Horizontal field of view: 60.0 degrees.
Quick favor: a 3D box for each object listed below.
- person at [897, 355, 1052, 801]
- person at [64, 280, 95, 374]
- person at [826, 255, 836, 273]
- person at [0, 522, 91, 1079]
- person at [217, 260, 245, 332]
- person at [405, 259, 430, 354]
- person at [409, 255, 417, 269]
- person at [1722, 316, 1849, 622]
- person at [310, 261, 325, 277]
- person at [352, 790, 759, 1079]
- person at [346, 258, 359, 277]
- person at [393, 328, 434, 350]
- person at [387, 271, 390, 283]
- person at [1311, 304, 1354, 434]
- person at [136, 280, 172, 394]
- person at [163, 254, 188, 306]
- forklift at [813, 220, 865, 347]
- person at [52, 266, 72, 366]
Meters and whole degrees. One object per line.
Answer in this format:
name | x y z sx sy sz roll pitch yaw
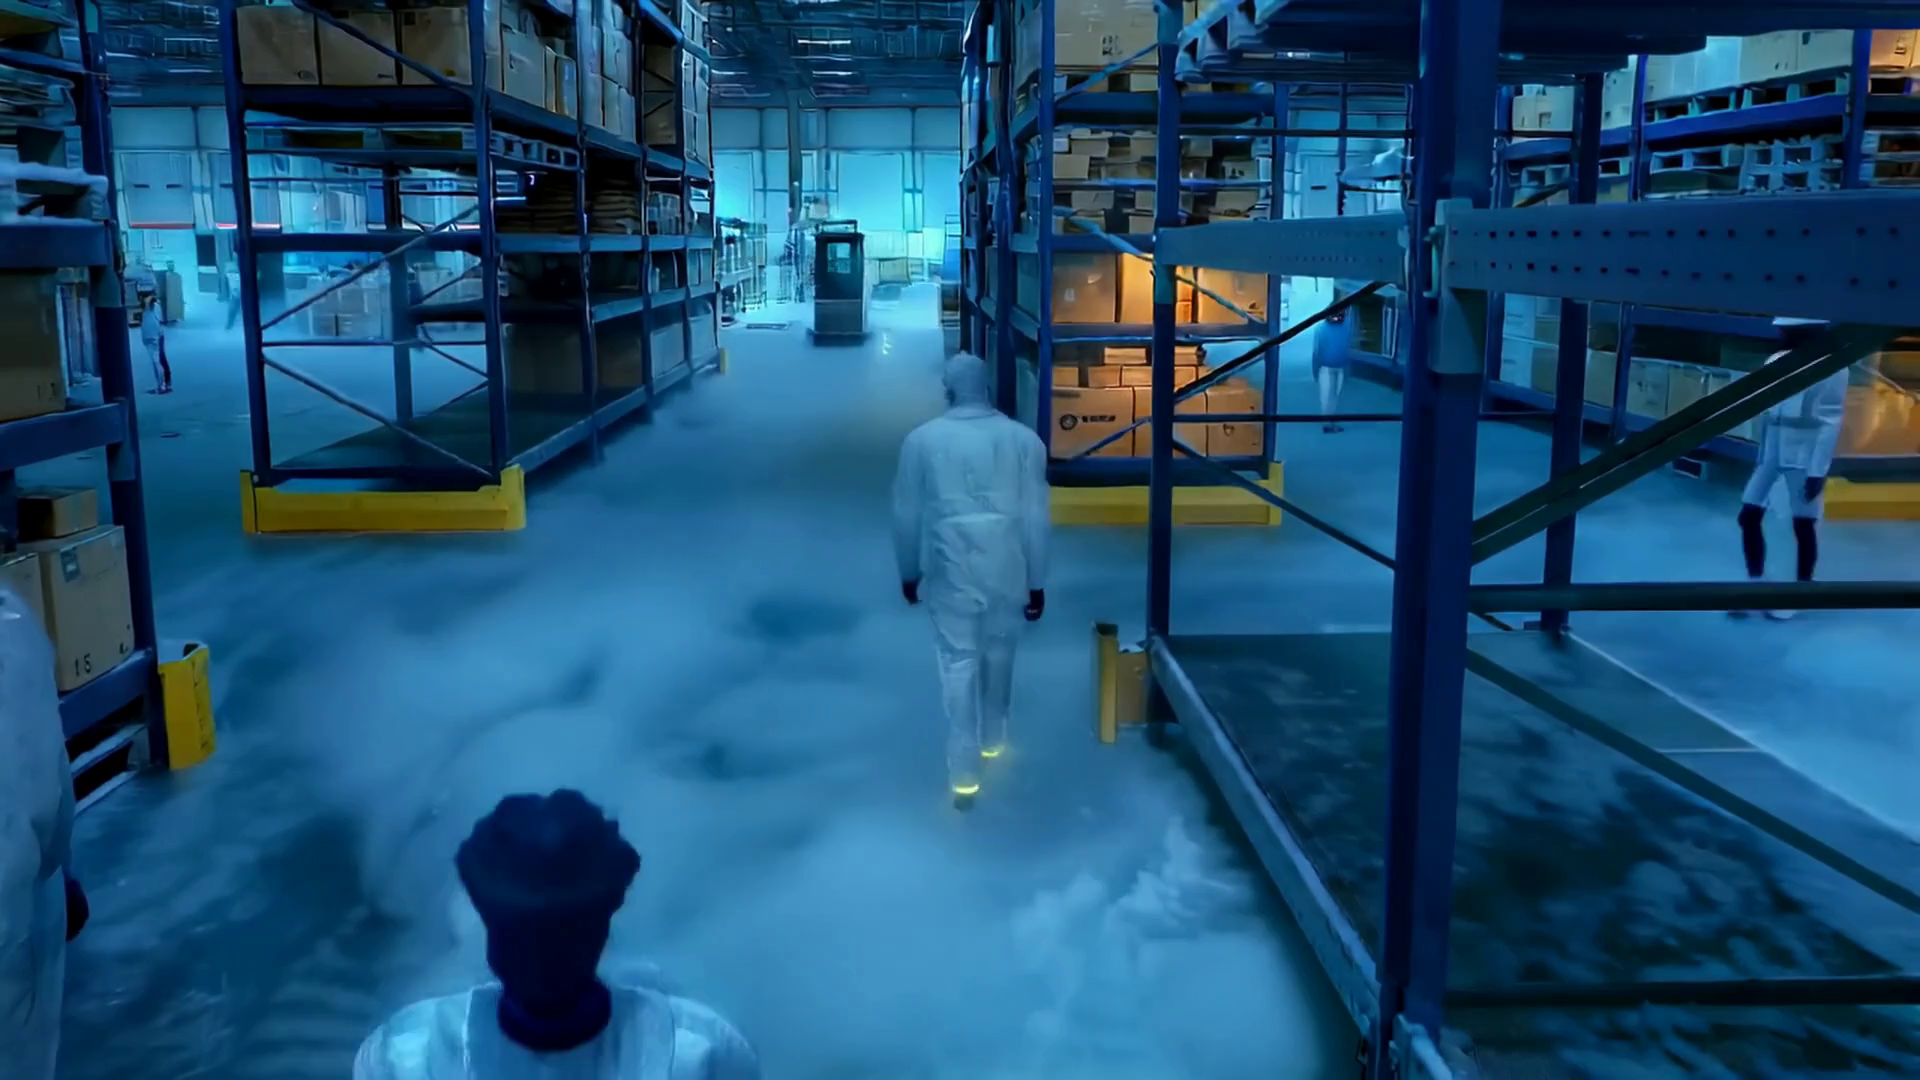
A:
person | 0.059 0.136 7.206 0.655 1.855 0.962 0 10 -2
person | -15.426 -3.710 29.114 0.614 1.674 0.559 8 13 39
person | -4.368 -8.725 56.441 0.490 1.906 0.607 -1 10 -7
person | -2.084 0.780 3.532 0.400 1.900 0.636 1 10 4
person | -18.825 -6.311 43.114 1.011 1.875 0.610 4 11 19
person | -11.650 -4.970 35.147 1.052 2.000 0.679 4 11 23
person | -20.627 -9.794 62.631 0.430 1.836 0.620 -7 12 -32
person | 5.018 -0.479 10.165 0.689 2.023 0.632 -4 11 -21
person | -20.688 -8.094 53.487 0.496 1.702 0.886 1 10 4
person | -0.502 1.134 2.129 0.553 1.672 0.588 -1 10 -7
person | -18.135 -7.515 49.813 0.533 1.865 0.311 5 11 24
person | -11.910 -5.042 36.103 0.803 1.847 0.524 -3 11 -18
person | -18.793 -8.404 55.260 0.323 1.688 0.530 7 12 33
person | 4.578 -2.109 20.471 0.551 1.598 0.515 -3 11 -16
person | -12.467 -3.124 25.660 0.526 1.759 0.343 10 14 43
person | -28.546 -9.412 60.281 0.613 1.907 1.004 8 13 39
forklift | -2.718 -5.750 37.151 1.129 2.768 1.873 0 10 -2
person | -17.056 -4.234 31.293 0.597 1.959 0.369 4 11 23
